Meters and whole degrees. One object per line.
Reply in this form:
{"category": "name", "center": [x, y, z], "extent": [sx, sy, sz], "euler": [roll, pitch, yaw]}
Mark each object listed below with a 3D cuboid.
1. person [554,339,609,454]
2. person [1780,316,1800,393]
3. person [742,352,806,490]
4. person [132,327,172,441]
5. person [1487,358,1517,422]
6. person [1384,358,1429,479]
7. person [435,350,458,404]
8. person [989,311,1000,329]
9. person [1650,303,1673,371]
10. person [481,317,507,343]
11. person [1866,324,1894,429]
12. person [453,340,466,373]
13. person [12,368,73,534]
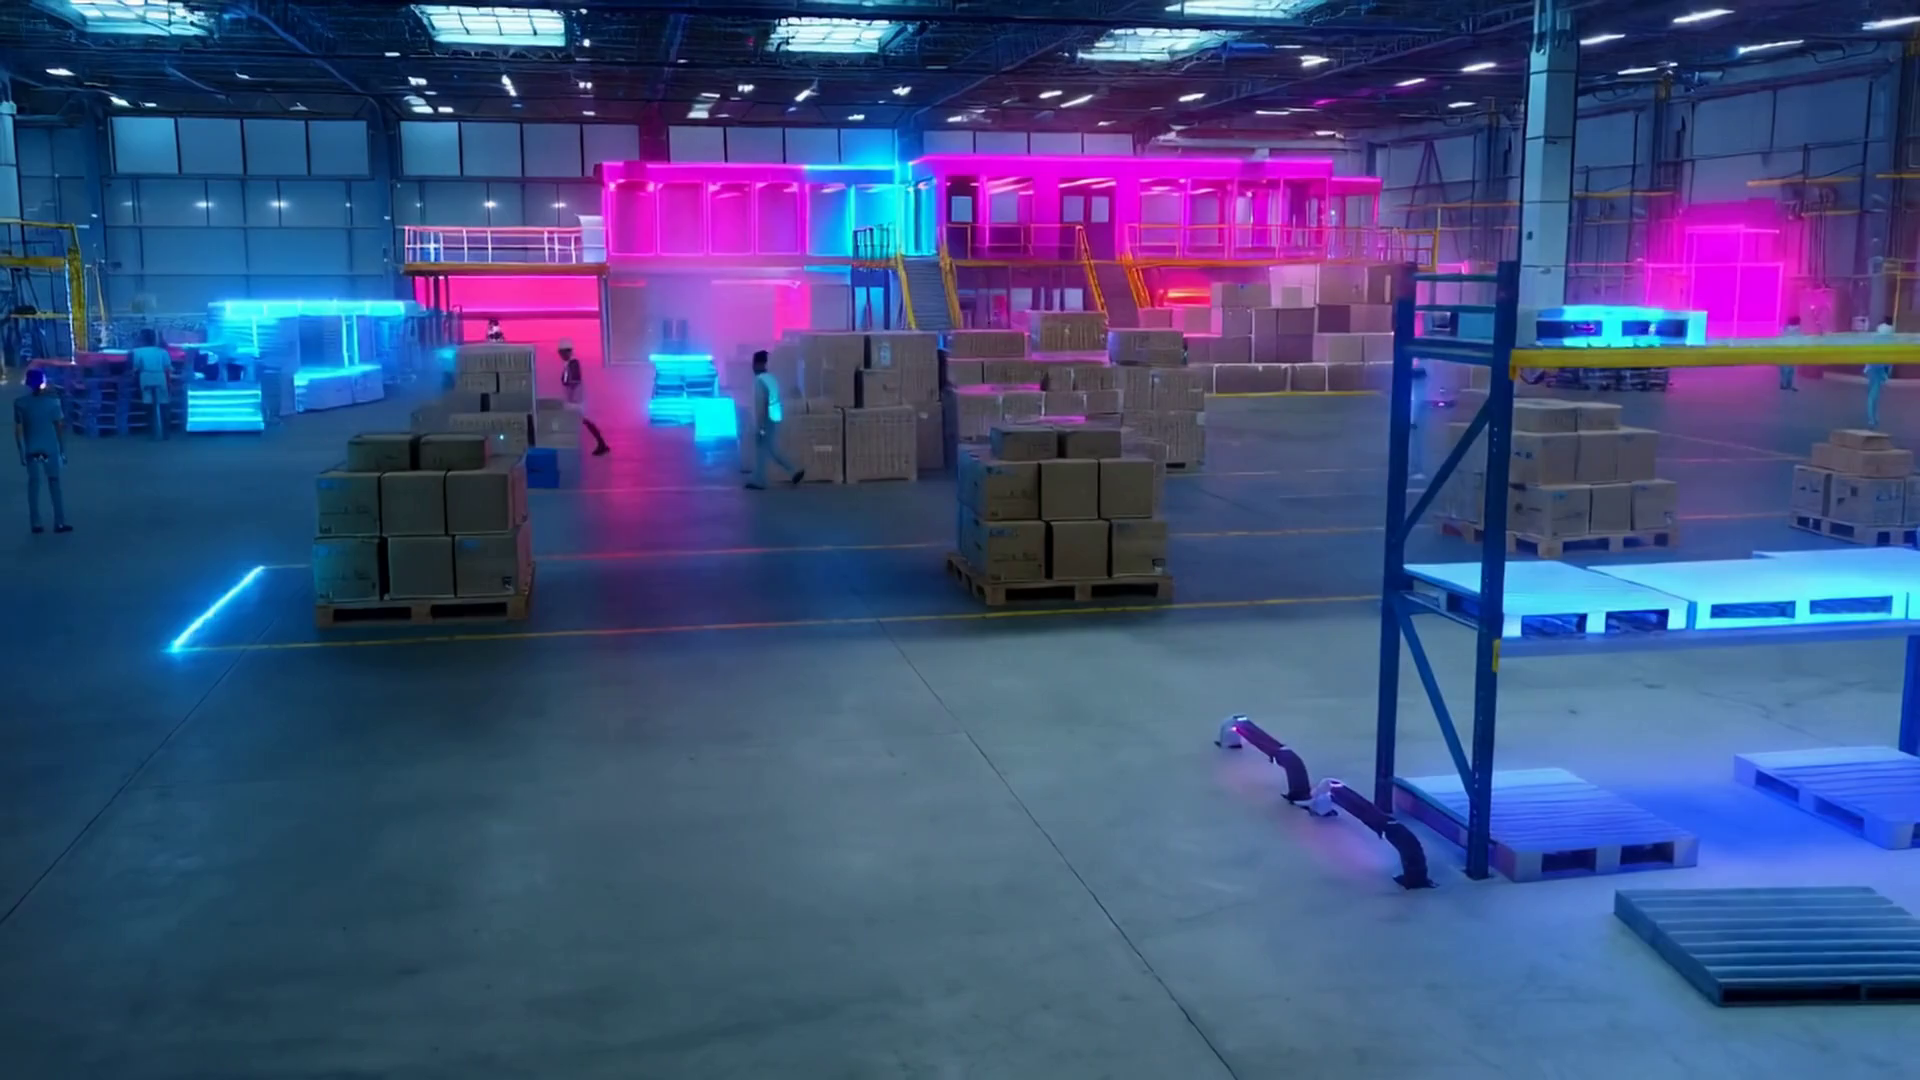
{"category": "person", "center": [-6.141, -2.270, 26.561], "extent": [1.055, 1.886, 0.541], "euler": [-6, 11, -31]}
{"category": "person", "center": [19.941, -4.448, 39.894], "extent": [0.429, 1.845, 0.621], "euler": [1, 9, 5]}
{"category": "person", "center": [-2.516, -1.591, 22.419], "extent": [0.803, 1.874, 0.608], "euler": [1, 9, 4]}
{"category": "person", "center": [-14.005, -2.699, 28.850], "extent": [0.609, 1.964, 0.367], "euler": [-7, 12, -36]}
{"category": "person", "center": [8.420, -2.128, 25.636], "extent": [1.032, 1.878, 0.651], "euler": [8, 12, 40]}
{"category": "person", "center": [6.334, -1.703, 23.500], "extent": [0.711, 1.717, 0.507], "euler": [-1, 9, -7]}
{"category": "person", "center": [-7.895, -2.060, 25.671], "extent": [0.555, 1.725, 0.483], "euler": [7, 12, 36]}
{"category": "person", "center": [0.889, -5.251, 44.728], "extent": [0.704, 1.864, 0.598], "euler": [-1, 9, -8]}
{"category": "person", "center": [20.355, -5.866, 48.144], "extent": [0.641, 1.960, 0.823], "euler": [-6, 11, -30]}
{"category": "person", "center": [-9.929, -3.771, 35.478], "extent": [0.545, 1.938, 0.354], "euler": [-6, 11, -34]}
{"category": "person", "center": [17.184, -3.057, 31.091], "extent": [0.387, 1.949, 0.602], "euler": [5, 11, 28]}
{"category": "person", "center": [-7.995, -2.297, 26.770], "extent": [0.505, 1.846, 0.519], "euler": [4, 10, 22]}
{"category": "person", "center": [-10.344, -0.995, 18.746], "extent": [0.513, 1.877, 0.328], "euler": [-2, 10, -11]}
